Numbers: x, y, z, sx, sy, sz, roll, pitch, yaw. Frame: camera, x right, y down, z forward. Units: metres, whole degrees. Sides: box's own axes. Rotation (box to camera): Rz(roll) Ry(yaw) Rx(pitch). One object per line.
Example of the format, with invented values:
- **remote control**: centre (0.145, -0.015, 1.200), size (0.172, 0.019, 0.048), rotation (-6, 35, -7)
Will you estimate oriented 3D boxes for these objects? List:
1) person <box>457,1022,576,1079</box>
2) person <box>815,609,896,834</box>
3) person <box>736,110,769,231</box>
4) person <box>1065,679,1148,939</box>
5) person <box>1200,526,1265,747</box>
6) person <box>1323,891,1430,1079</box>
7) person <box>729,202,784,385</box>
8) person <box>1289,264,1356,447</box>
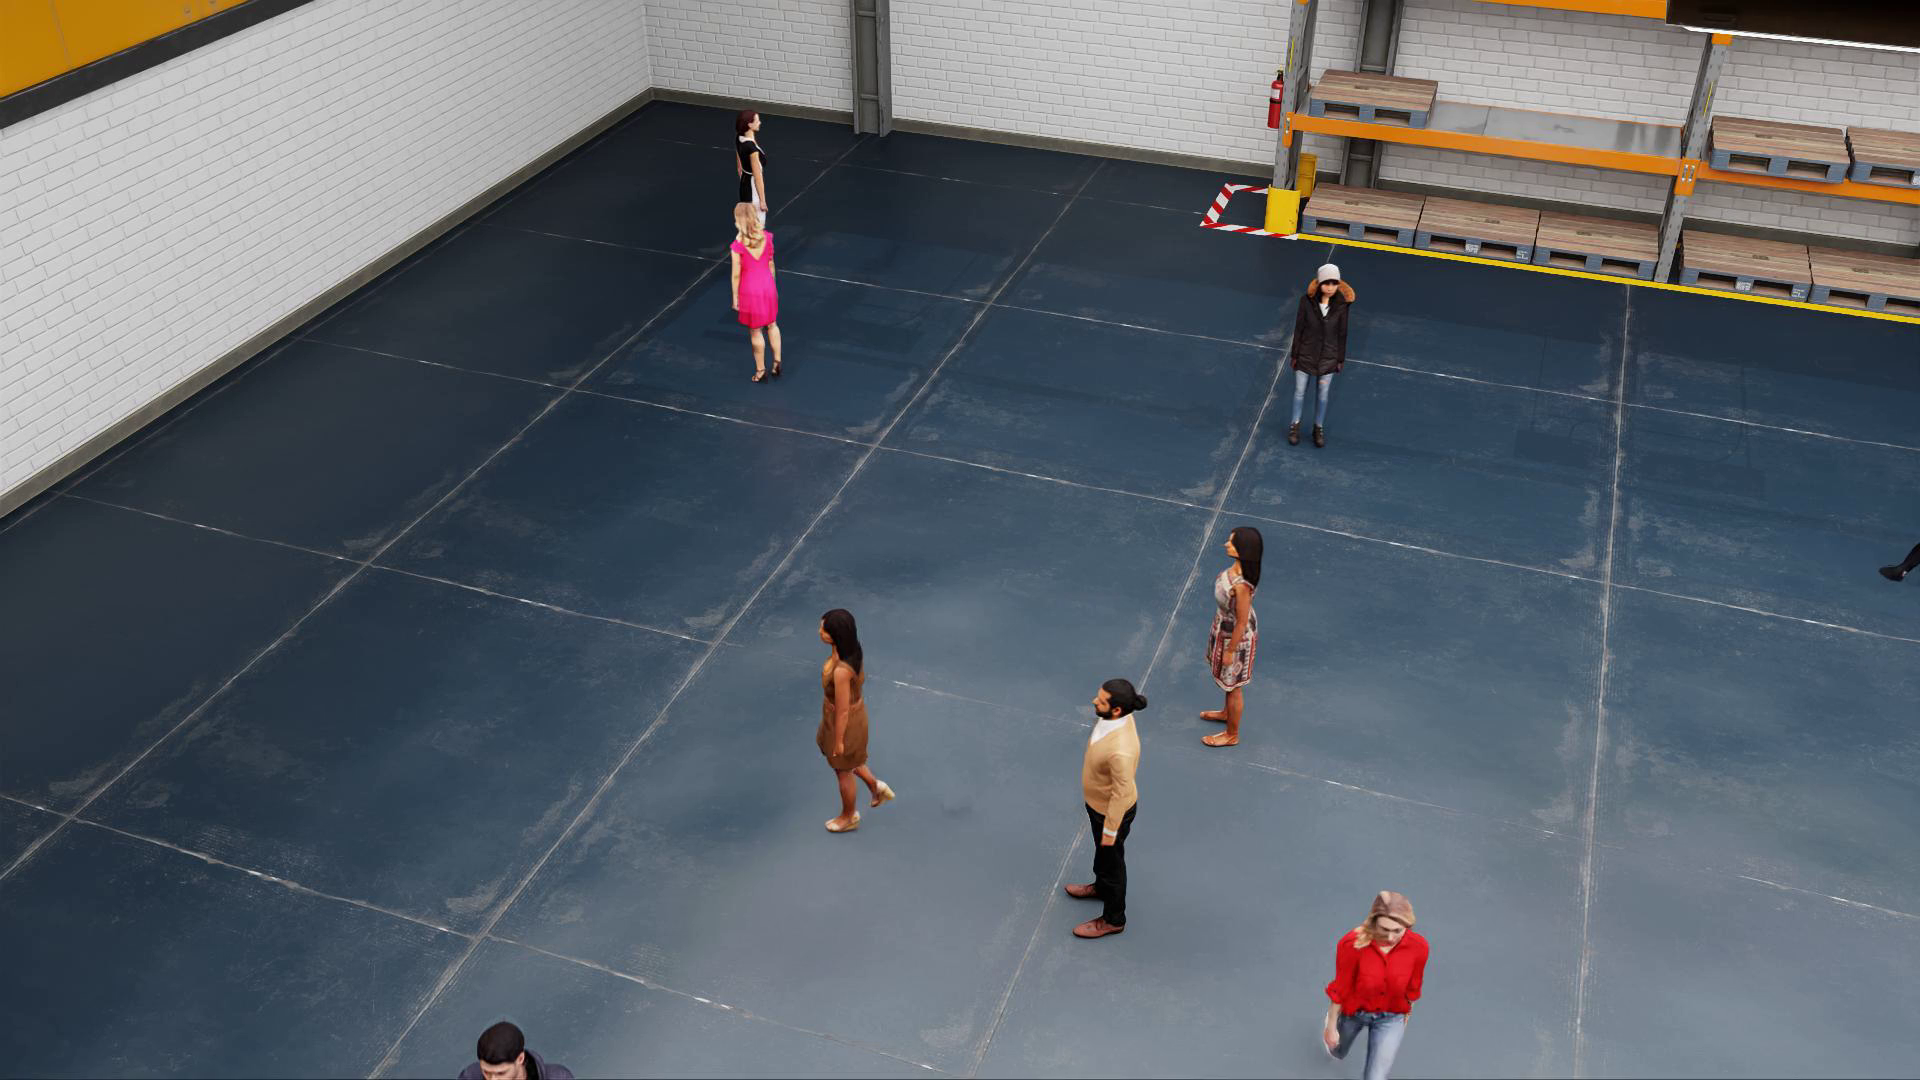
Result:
- **person**: centre (-1.861, 2.737, 7.258), size (0.648, 1.892, 0.812), rotation (-1, 34, -1)
- **person**: centre (-0.610, 1.092, 9.922), size (0.805, 1.682, 0.718), rotation (-2, 34, -3)
- **person**: centre (-2.065, -3.421, 16.610), size (0.714, 1.795, 0.635), rotation (-17, 37, -24)
- **person**: centre (0.836, 1.471, 9.287), size (0.735, 1.754, 0.744), rotation (-2, 34, -3)
- **person**: centre (1.770, 0.605, 10.690), size (0.617, 1.645, 0.699), rotation (3, 34, 5)
- **person**: centre (1.981, 2.271, 8.155), size (1.089, 1.676, 0.890), rotation (2, 34, 2)
- **person**: centre (-1.793, -2.192, 14.827), size (0.684, 1.722, 0.708), rotation (-22, 40, -30)
- **person**: centre (3.000, -1.570, 13.969), size (0.605, 1.636, 0.736), rotation (4, 34, 6)
